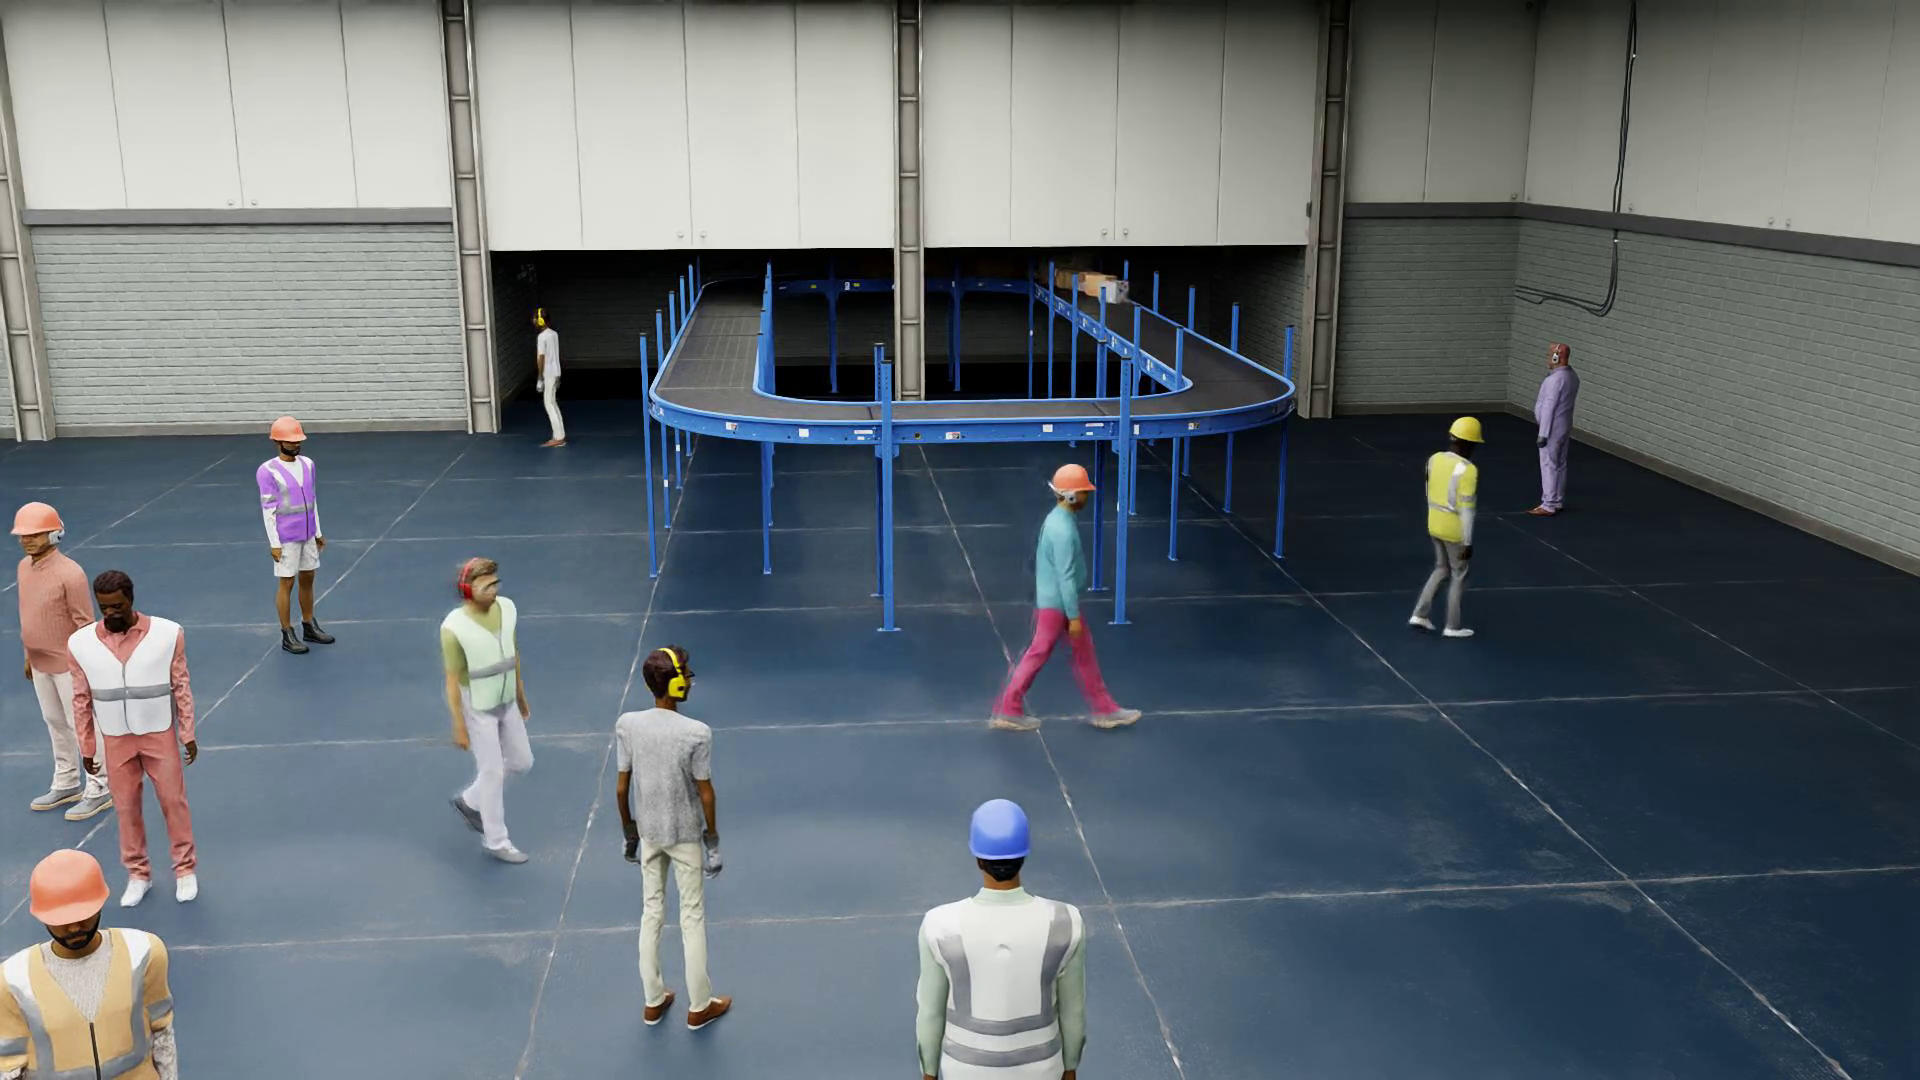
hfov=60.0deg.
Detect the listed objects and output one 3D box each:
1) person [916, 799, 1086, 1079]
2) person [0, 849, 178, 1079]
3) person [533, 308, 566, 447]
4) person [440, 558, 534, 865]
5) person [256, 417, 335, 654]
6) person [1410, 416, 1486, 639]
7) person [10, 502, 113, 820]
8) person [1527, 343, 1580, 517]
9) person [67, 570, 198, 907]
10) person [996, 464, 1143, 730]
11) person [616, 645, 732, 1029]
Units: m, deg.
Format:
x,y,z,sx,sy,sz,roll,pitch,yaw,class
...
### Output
x,y,z,sx,sy,sz,roll,pitch,yaw,class
0.146,1.856,5.937,0.605,1.942,0.415,-1,14,-4,person
-2.896,1.941,5.596,0.544,1.939,0.354,-10,17,-36,person
-5.494,-2.170,22.221,0.336,1.856,0.528,1,14,4,person
-2.769,0.975,9.685,0.513,1.828,0.597,6,15,22,person
-5.410,-0.049,13.561,0.356,1.938,0.545,6,15,23,person
4.087,-0.095,13.805,0.534,1.902,0.619,-5,15,-20,person
-5.585,0.740,10.281,0.622,1.995,0.378,8,16,28,person
6.533,-1.217,18.325,0.402,1.901,0.647,12,18,39,person
-4.522,1.073,9.142,0.599,1.908,0.402,-4,15,-17,person
0.747,0.423,11.666,1.053,1.939,0.642,1,14,5,person
-1.368,1.409,7.878,0.514,1.865,0.327,4,15,17,person
